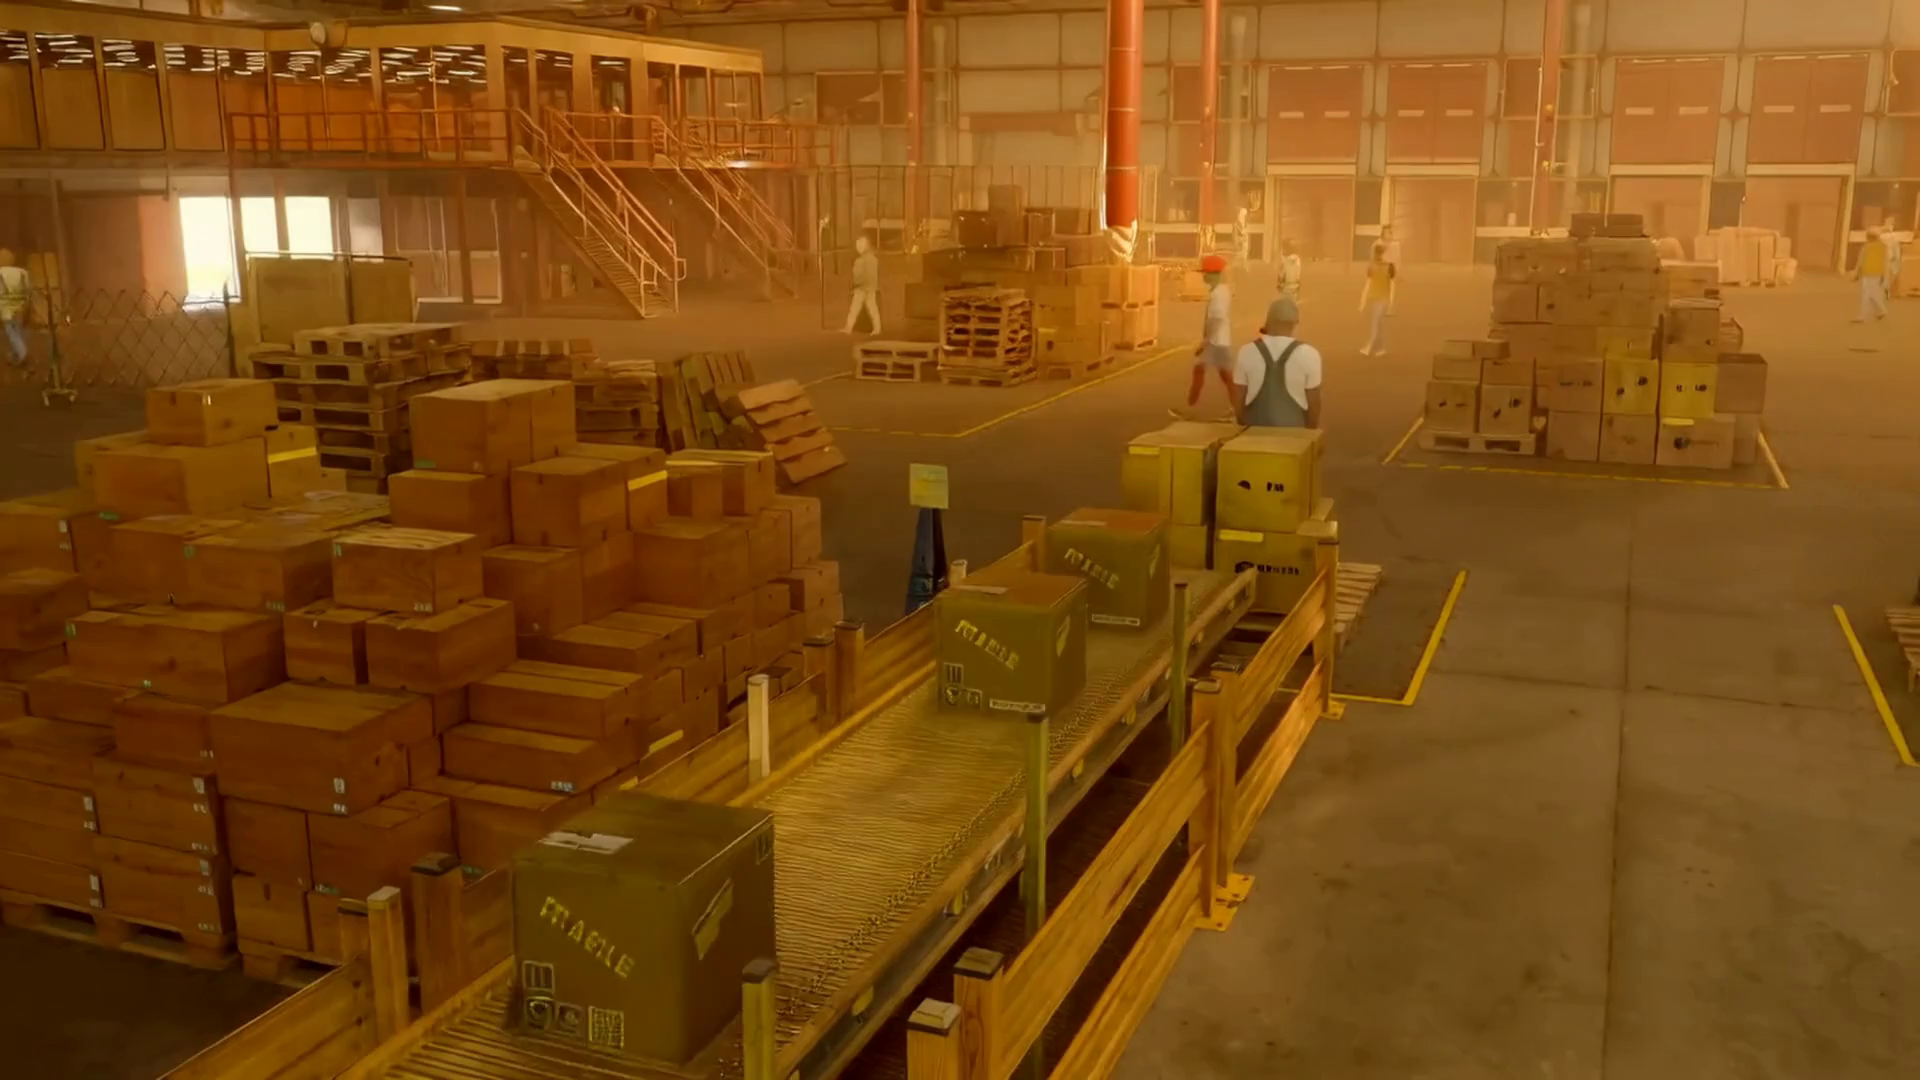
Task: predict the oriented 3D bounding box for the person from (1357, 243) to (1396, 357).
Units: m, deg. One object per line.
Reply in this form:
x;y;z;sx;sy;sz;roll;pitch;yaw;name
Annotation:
6.695;-3.867;26.911;0.939;1.824;0.571;-9;15;-35;person

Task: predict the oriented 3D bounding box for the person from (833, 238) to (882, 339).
-1.805;-4.476;29.696;0.919;1.798;0.659;-6;14;-25;person

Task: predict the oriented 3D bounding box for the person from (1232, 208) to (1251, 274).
8.136;-8.695;48.410;0.633;1.909;0.939;-6;14;-24;person

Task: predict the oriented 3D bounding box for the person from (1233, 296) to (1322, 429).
2.519;-0.914;13.185;0.688;2.000;0.536;4;13;19;person

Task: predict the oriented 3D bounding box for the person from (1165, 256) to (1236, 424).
2.926;-2.362;19.787;0.984;1.994;0.612;-2;13;-8;person

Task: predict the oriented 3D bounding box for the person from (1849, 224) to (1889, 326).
17.839;-5.165;32.438;0.875;1.965;0.620;-2;13;-9;person

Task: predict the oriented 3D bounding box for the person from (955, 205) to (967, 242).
0.179;-9.322;51.114;1.008;1.960;0.608;-4;13;-17;person

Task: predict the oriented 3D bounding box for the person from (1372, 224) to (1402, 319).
8.651;-5.444;33.761;0.593;1.926;0.366;6;14;23;person

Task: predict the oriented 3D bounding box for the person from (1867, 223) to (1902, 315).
19.142;-5.609;34.508;0.594;1.922;0.385;11;16;40;person

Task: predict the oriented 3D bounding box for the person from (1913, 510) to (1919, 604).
7.068;-0.507;11.717;0.996;1.878;0.565;-9;15;-35;person

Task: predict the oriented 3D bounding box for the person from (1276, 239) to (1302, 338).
5.594;-4.197;28.361;0.430;1.845;0.624;5;13;20;person

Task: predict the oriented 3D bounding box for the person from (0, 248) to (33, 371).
-14.331;-3.489;25.169;0.899;1.853;0.582;9;15;34;person
